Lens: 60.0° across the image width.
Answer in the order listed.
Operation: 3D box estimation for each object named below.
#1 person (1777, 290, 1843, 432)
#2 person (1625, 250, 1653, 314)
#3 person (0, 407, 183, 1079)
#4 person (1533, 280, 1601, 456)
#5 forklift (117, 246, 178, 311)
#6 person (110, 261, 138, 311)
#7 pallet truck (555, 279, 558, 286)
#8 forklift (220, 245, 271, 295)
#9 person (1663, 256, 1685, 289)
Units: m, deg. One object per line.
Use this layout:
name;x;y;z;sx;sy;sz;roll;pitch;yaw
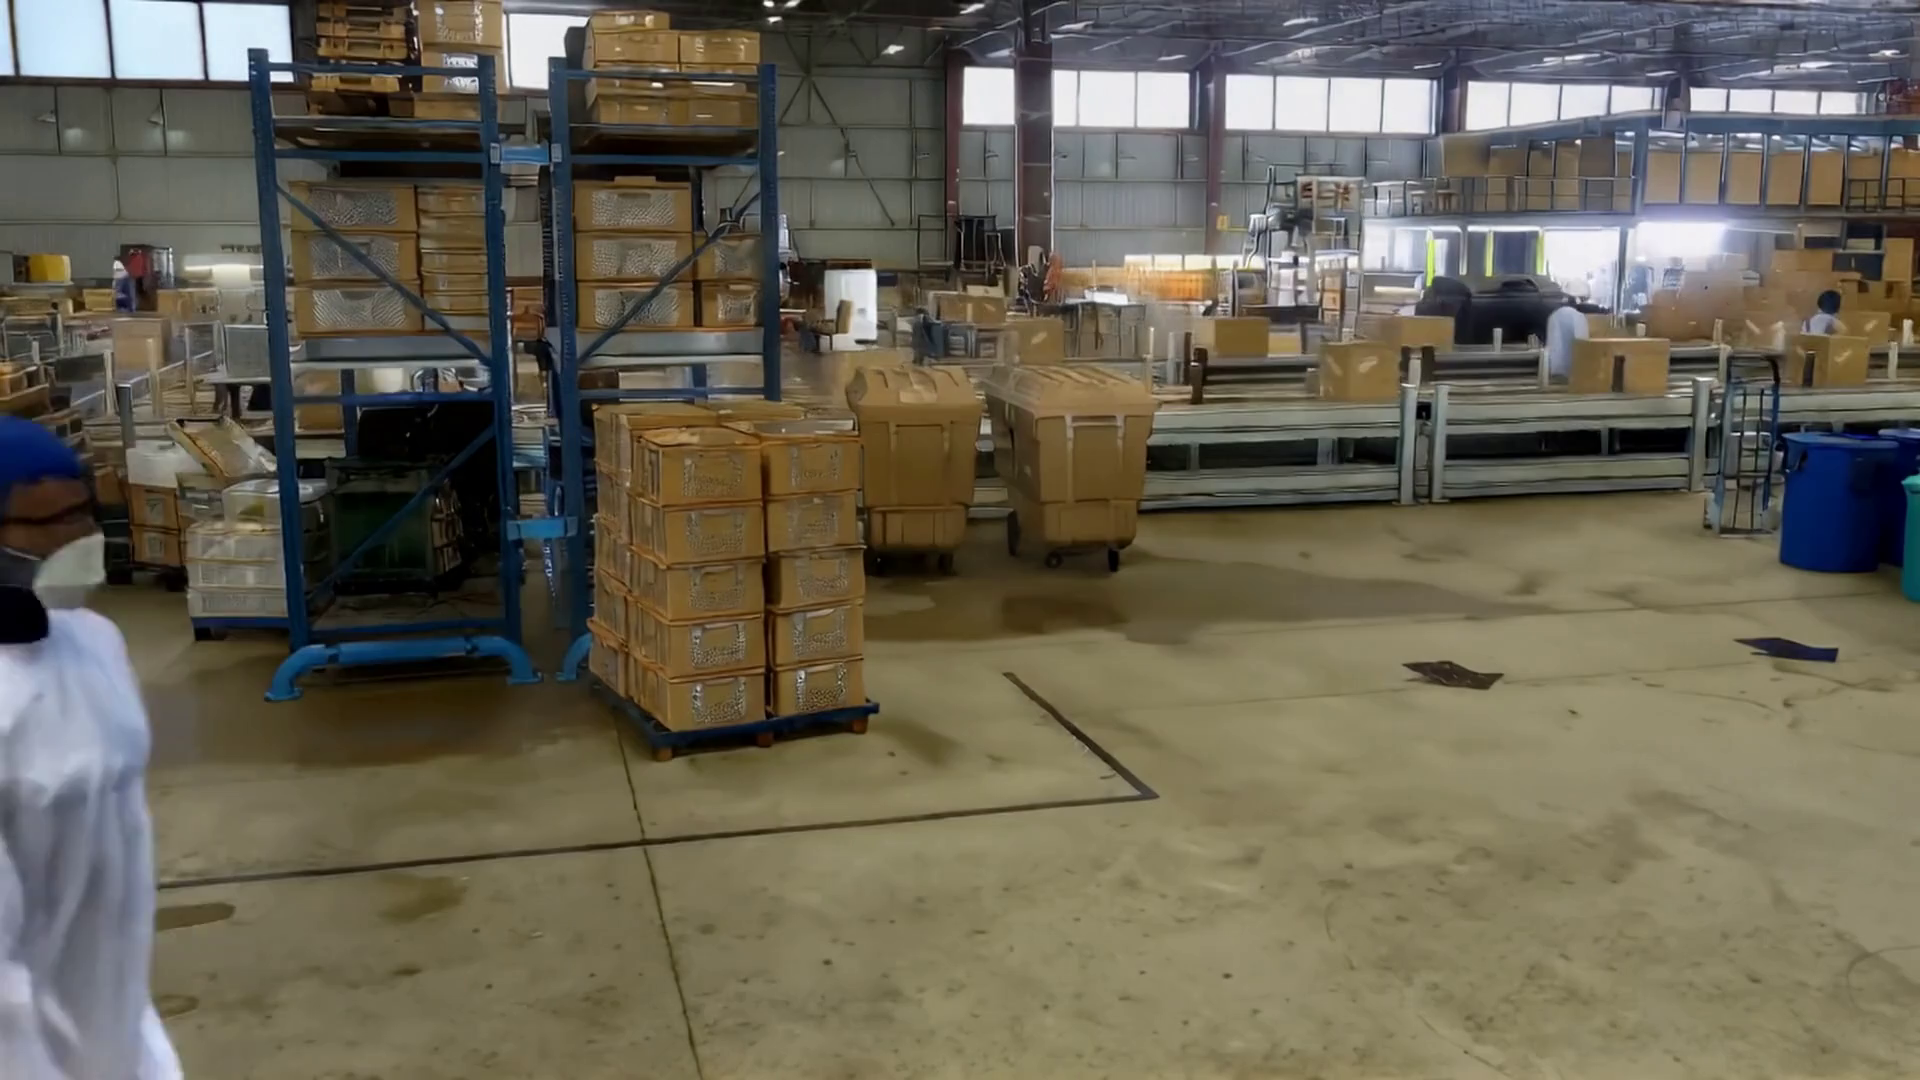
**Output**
person;9.435;-1.920;18.306;0.886;1.655;0.540;-2;10;-12
person;16.900;-6.190;41.408;0.612;2.036;0.407;1;10;5
person;-1.388;0.761;2.378;0.738;1.919;0.633;0;10;1
person;6.205;-1.726;16.803;0.919;1.780;0.607;-2;10;-14
forklift;-19.966;-6.232;40.894;1.157;1.987;2.680;-3;10;-15
person;-17.558;-4.934;34.896;0.608;1.815;0.422;4;11;23
pallet truck;-10.604;-6.375;44.520;0.653;1.274;1.630;-3;10;-15
forklift;-17.749;-6.334;41.440;1.157;1.987;2.680;-3;10;-17
person;19.663;-6.890;45.814;0.602;1.870;0.446;-1;10;-4
